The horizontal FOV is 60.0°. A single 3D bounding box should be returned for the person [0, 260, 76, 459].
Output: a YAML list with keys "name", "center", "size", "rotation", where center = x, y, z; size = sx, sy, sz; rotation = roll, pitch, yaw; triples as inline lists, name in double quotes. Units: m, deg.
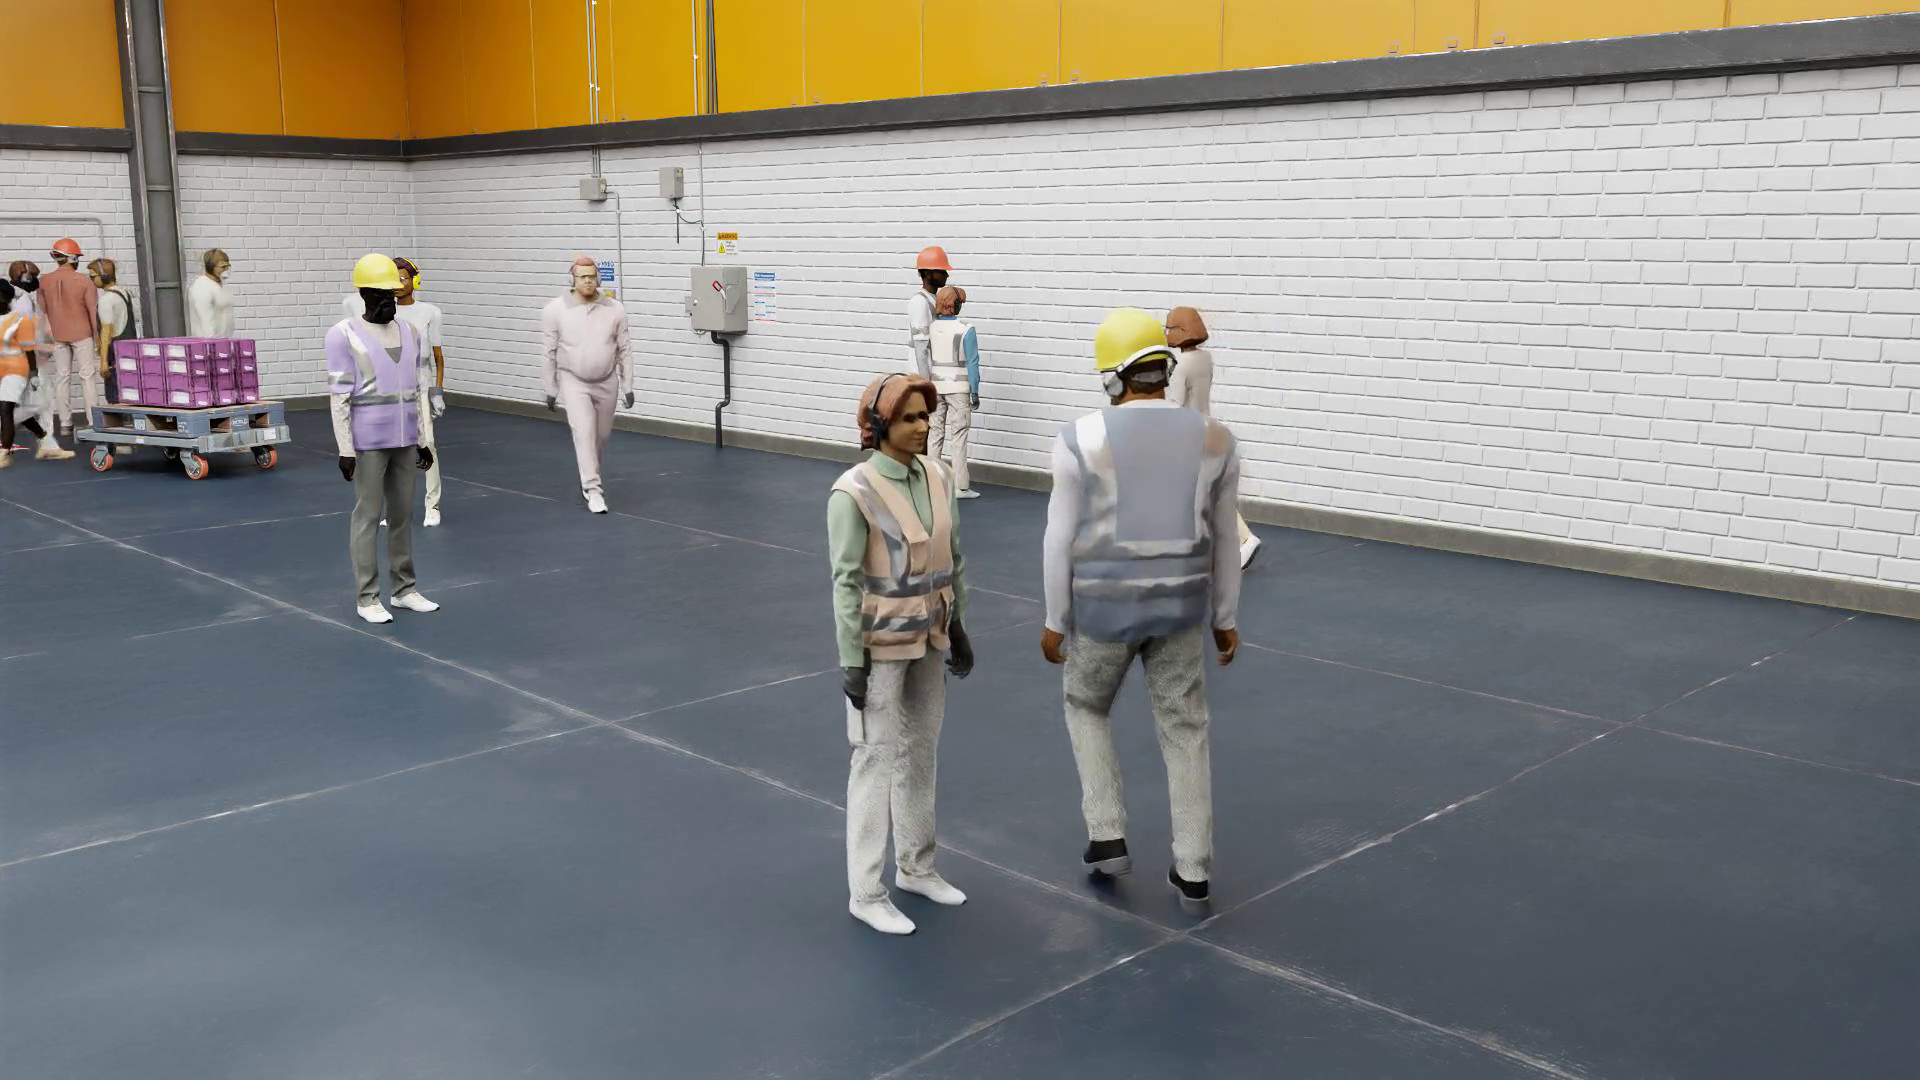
- name: "person"
  center: [-8.407, -1.584, 14.832]
  size: [0.722, 1.809, 0.629]
  rotation: [-7, 12, -32]

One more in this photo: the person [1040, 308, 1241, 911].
- name: "person"
  center: [0.546, 0.211, 5.049]
  size: [0.622, 1.802, 0.553]
  rotation: [-2, 11, -11]

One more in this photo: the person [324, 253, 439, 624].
- name: "person"
  center: [-3.030, -0.535, 8.770]
  size: [0.367, 1.926, 0.594]
  rotation: [6, 12, 29]

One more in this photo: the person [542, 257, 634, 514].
- name: "person"
  center: [-2.777, -1.176, 12.431]
  size: [0.649, 1.869, 0.970]
  rotation: [-5, 12, -27]

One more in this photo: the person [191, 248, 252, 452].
- name: "person"
  center: [-6.924, -1.748, 15.457]
  size: [0.511, 1.910, 0.647]
  rotation: [-1, 10, -3]

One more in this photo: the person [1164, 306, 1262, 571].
- name: "person"
  center: [1.425, -0.598, 9.988]
  size: [0.779, 1.606, 0.495]
  rotation: [9, 14, 40]

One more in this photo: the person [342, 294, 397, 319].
- name: "person"
  center: [-4.913, -1.463, 14.115]
  size: [0.543, 1.817, 0.971]
  rotation: [-5, 12, -27]

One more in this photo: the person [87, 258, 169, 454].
- name: "person"
  center: [-7.706, -1.690, 15.377]
  size: [0.549, 1.819, 0.553]
  rotation: [-1, 10, -7]

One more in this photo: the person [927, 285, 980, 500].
- name: "person"
  center: [-0.077, -1.125, 12.775]
  size: [0.522, 1.640, 0.305]
  rotation: [7, 12, 32]

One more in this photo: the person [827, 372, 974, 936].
- name: "person"
  center: [-0.187, 0.326, 4.879]
  size: [0.315, 1.638, 0.526]
  rotation: [8, 13, 36]

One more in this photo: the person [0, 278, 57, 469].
- name: "person"
  center: [-8.322, -1.481, 14.640]
  size: [0.529, 1.663, 0.829]
  rotation: [3, 11, 16]

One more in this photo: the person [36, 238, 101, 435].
- name: "person"
  center: [-9.014, -2.058, 16.902]
  size: [0.613, 1.991, 0.392]
  rotation: [-1, 10, -3]

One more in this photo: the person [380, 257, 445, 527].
- name: "person"
  center: [-3.840, -1.017, 11.571]
  size: [0.513, 1.868, 0.328]
  rotation: [0, 10, 0]

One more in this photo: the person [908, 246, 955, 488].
- name: "person"
  center: [-0.214, -1.298, 12.906]
  size: [0.359, 1.938, 0.547]
  rotation: [2, 11, 10]
